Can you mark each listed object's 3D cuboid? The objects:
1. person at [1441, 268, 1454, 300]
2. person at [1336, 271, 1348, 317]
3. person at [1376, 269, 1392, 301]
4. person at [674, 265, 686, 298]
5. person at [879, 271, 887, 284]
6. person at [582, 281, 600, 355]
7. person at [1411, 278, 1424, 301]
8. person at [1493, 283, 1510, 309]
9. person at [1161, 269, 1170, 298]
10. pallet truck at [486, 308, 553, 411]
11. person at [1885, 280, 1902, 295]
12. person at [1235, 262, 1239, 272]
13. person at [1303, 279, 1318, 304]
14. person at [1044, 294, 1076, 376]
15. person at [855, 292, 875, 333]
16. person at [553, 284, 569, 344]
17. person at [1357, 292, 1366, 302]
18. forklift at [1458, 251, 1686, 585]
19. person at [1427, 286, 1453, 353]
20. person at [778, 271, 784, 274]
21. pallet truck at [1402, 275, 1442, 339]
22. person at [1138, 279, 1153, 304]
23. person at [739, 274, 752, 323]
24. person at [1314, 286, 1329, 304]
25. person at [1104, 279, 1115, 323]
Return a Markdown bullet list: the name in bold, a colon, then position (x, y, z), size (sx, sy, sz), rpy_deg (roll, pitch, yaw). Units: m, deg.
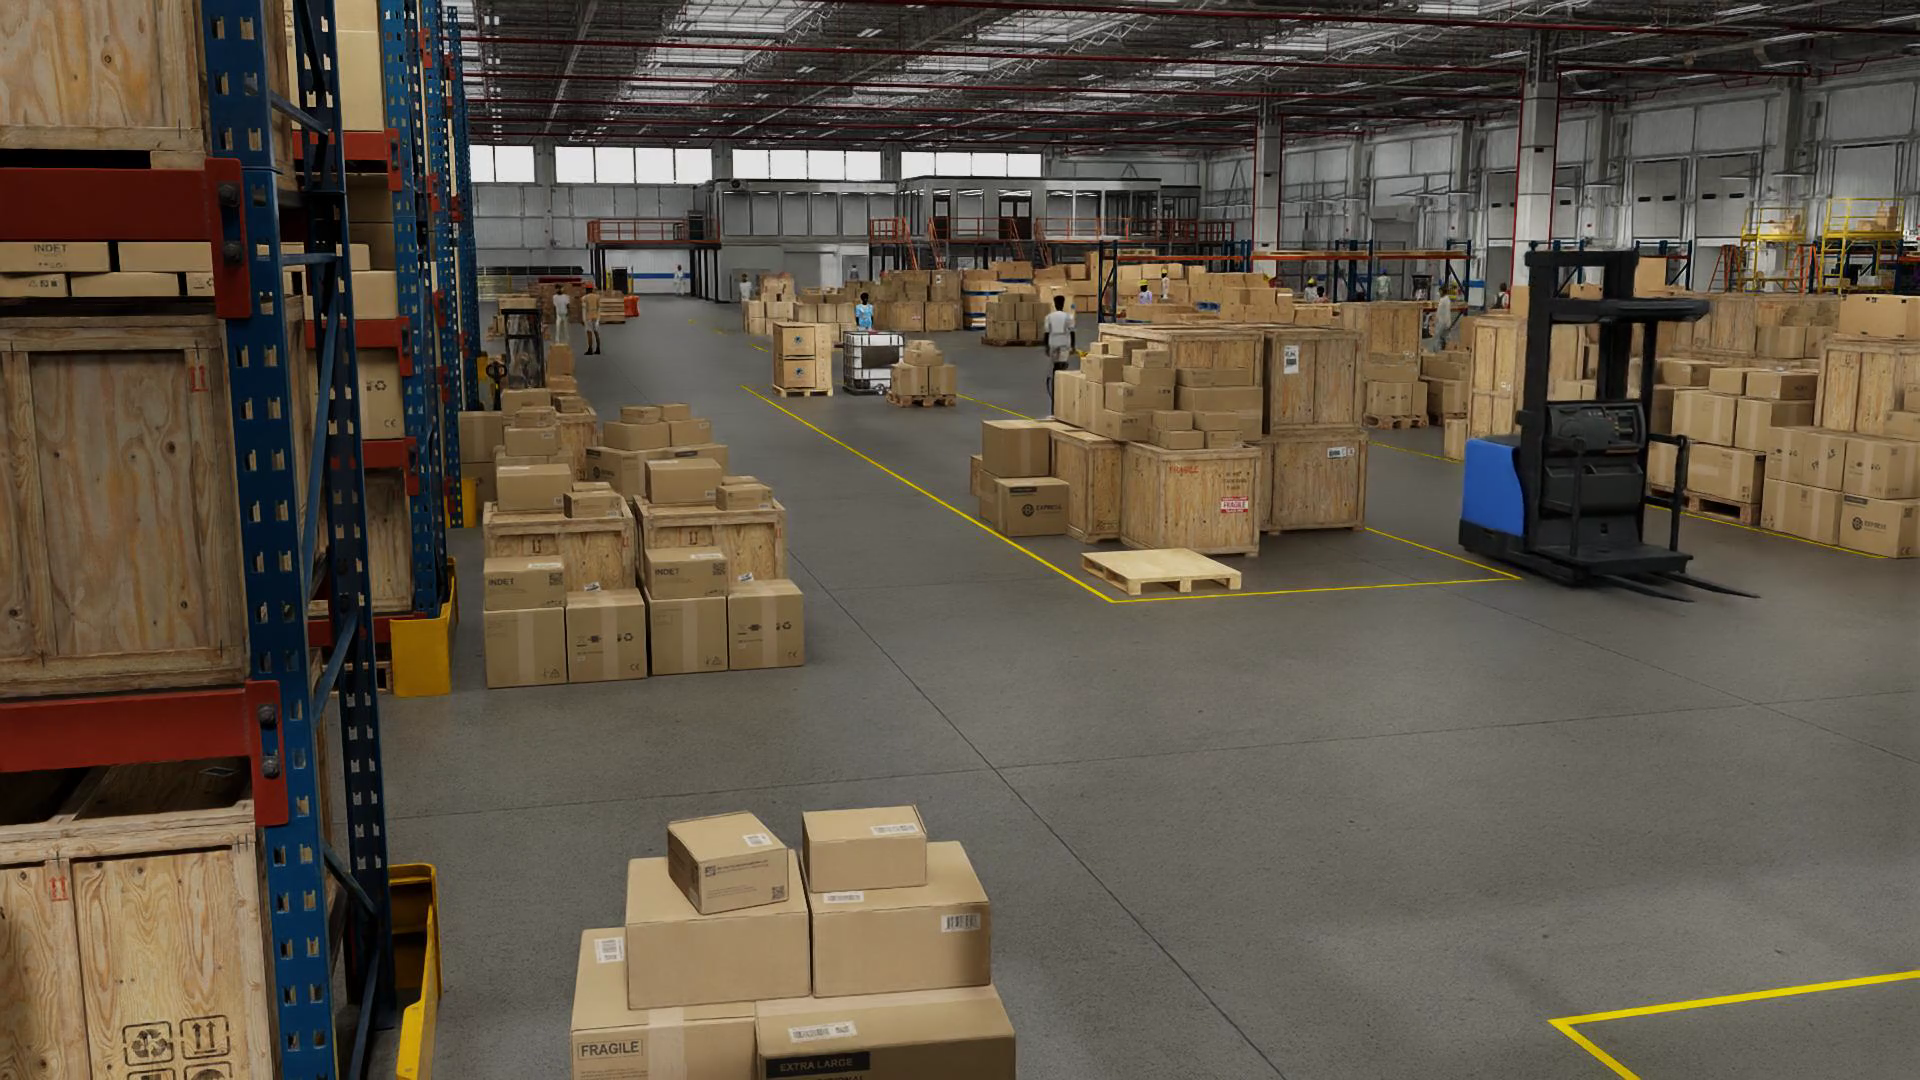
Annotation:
- **person**: position (21.395, -10.970, 72.955), size (0.543, 1.939, 0.361), rpy_deg (8, 13, 37)
- **person**: position (14.878, -9.538, 64.857), size (0.632, 1.938, 0.380), rpy_deg (-7, 12, -34)
- **person**: position (18.256, -10.696, 71.547), size (0.629, 1.888, 1.024), rpy_deg (6, 12, 31)
- **person**: position (-15.795, -14.591, 93.710), size (0.631, 1.857, 0.747), rpy_deg (-4, 11, -22)
- **person**: position (-2.679, -8.642, 59.673), size (0.446, 1.982, 0.705), rpy_deg (6, 12, 30)
- **person**: position (-9.795, -5.878, 44.120), size (0.542, 1.939, 0.364), rpy_deg (-9, 14, -43)
- **person**: position (14.881, -7.597, 54.130), size (0.429, 1.847, 0.627), rpy_deg (2, 10, 9)
- **person**: position (15.582, -6.472, 47.839), size (0.546, 1.803, 0.896), rpy_deg (9, 13, 40)
- **person**: position (8.417, -10.166, 68.434), size (0.369, 1.928, 0.586), rpy_deg (5, 11, 25)
- **pallet truck**: position (-6.242, -2.418, 24.362), size (0.823, 1.965, 1.885), rpy_deg (1, 10, 3)
- **person**: position (26.664, -6.474, 47.546), size (0.550, 1.926, 0.457), rpy_deg (-3, 11, -18)
- **person**: position (16.249, -15.359, 97.776), size (0.628, 1.954, 0.970), rpy_deg (-1, 10, -3)
- **person**: position (12.616, -8.545, 59.898), size (0.500, 1.688, 0.904), rpy_deg (3, 11, 18)
- **person**: position (1.934, -3.819, 32.451), size (0.622, 1.944, 0.733), rpy_deg (3, 11, 18)
- **person**: position (-2.439, -5.524, 42.805), size (0.560, 1.694, 0.318), rpy_deg (-7, 12, -35)
- **person**: position (-11.161, -6.244, 46.562), size (0.534, 1.812, 0.992), rpy_deg (1, 10, 4)
- **person**: position (8.551, -4.369, 35.674), size (0.604, 1.902, 0.441), rpy_deg (7, 12, 35)
- **forklift**: position (5.421, -1.160, 14.741), size (1.129, 2.768, 1.873), rpy_deg (-3, 10, -15)
- **person**: position (12.076, -5.447, 41.842), size (1.029, 1.884, 0.640), rpy_deg (2, 10, 9)
- **person**: position (-6.277, -8.542, 59.058), size (1.016, 2.006, 0.610), rpy_deg (8, 13, 39)
- **pallet truck**: position (14.620, -7.324, 52.145), size (0.823, 1.965, 1.885), rpy_deg (8, 13, 40)
- **person**: position (5.364, -6.624, 48.418), size (0.403, 1.917, 0.587), rpy_deg (-6, 12, -31)
- **person**: position (-8.045, -9.058, 62.380), size (0.516, 1.855, 0.602), rpy_deg (3, 10, 17)
- **person**: position (10.627, -6.635, 49.094), size (0.317, 1.695, 0.540), rpy_deg (-8, 13, -39)
- **person**: position (5.193, -8.193, 57.753), size (0.533, 1.752, 0.406), rpy_deg (-6, 11, -29)
